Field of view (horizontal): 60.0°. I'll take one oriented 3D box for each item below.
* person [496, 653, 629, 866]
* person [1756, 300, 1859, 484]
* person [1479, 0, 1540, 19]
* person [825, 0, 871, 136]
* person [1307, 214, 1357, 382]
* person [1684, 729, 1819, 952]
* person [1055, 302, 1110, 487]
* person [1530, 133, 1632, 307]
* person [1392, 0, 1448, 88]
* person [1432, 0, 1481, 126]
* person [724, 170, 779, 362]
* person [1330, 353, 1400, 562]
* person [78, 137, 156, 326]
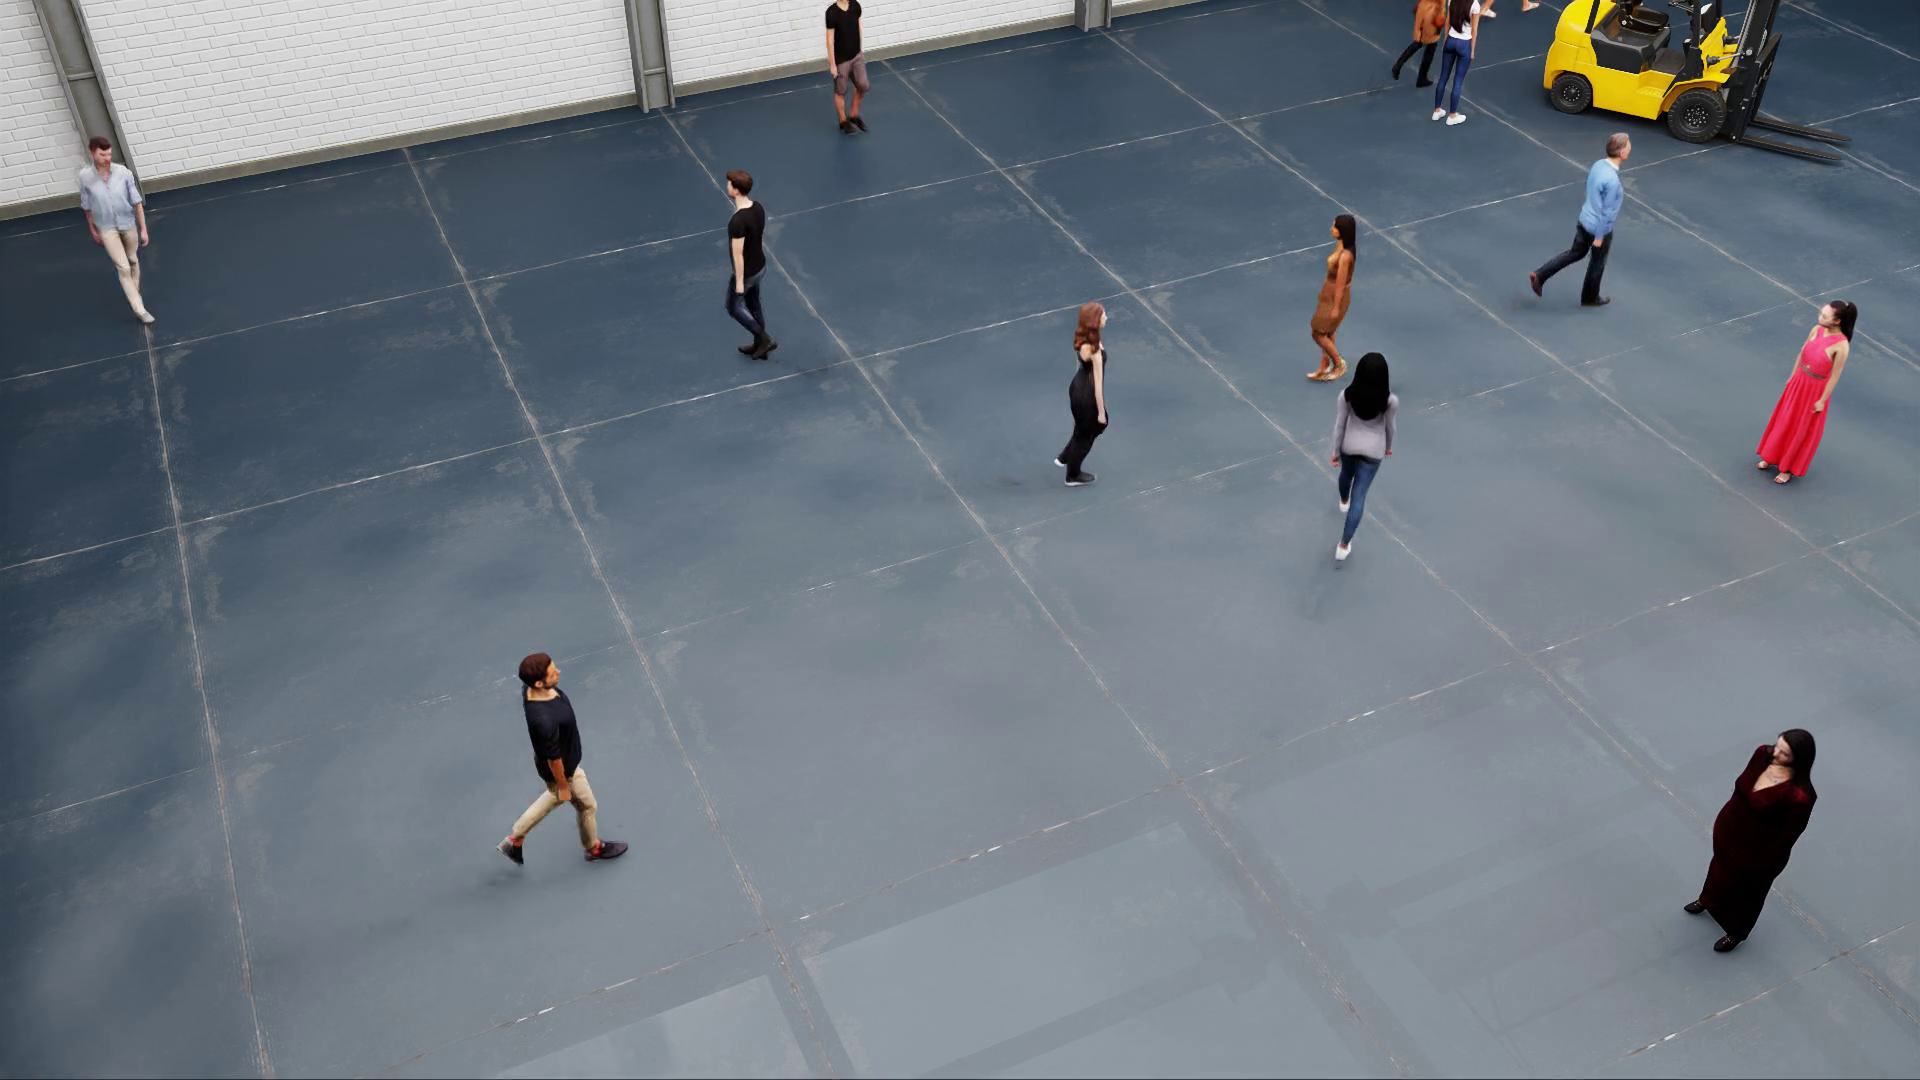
[{"bbox_3d":[-2.577,1.406,10.317,1.007,1.833,0.648,-15,41,-18],"label":"person"},{"bbox_3d":[7.010,-1.233,13.704,0.625,1.730,0.653,-10,40,-12],"label":"person"},{"bbox_3d":[7.237,-7.638,21.798,1.190,1.639,0.664,-12,40,-15],"label":"person"},{"bbox_3d":[-1.361,-5.568,19.036,0.659,1.849,0.825,-27,46,-30],"label":"person"},{"bbox_3d":[3.416,-2.122,14.859,0.768,1.679,0.721,3,39,4],"label":"person"},{"bbox_3d":[4.759,1.761,9.935,0.664,1.756,0.707,-8,39,-10],"label":"person"},{"bbox_3d":[0.948,-1.172,13.624,0.740,1.735,0.677,-7,39,-9],"label":"person"},{"bbox_3d":[5.995,-3.022,15.896,1.167,1.790,0.903,-2,39,-3],"label":"person"},{"bbox_3d":[5.568,-6.244,19.996,0.846,1.709,0.702,-17,42,-21],"label":"person"},{"bbox_3d":[5.765,-5.700,19.261,0.597,1.775,0.640,-27,46,-30],"label":"person"},{"bbox_3d":[-1.846,-2.436,15.086,0.918,1.885,0.858,13,40,15],"label":"person"},{"bbox_3d":[3.118,-0.625,12.980,1.121,1.684,1.222,15,41,18],"label":"person"},{"bbox_3d":[-8.065,-2.998,15.856,1.021,1.803,0.855,-18,42,-21],"label":"person"}]
